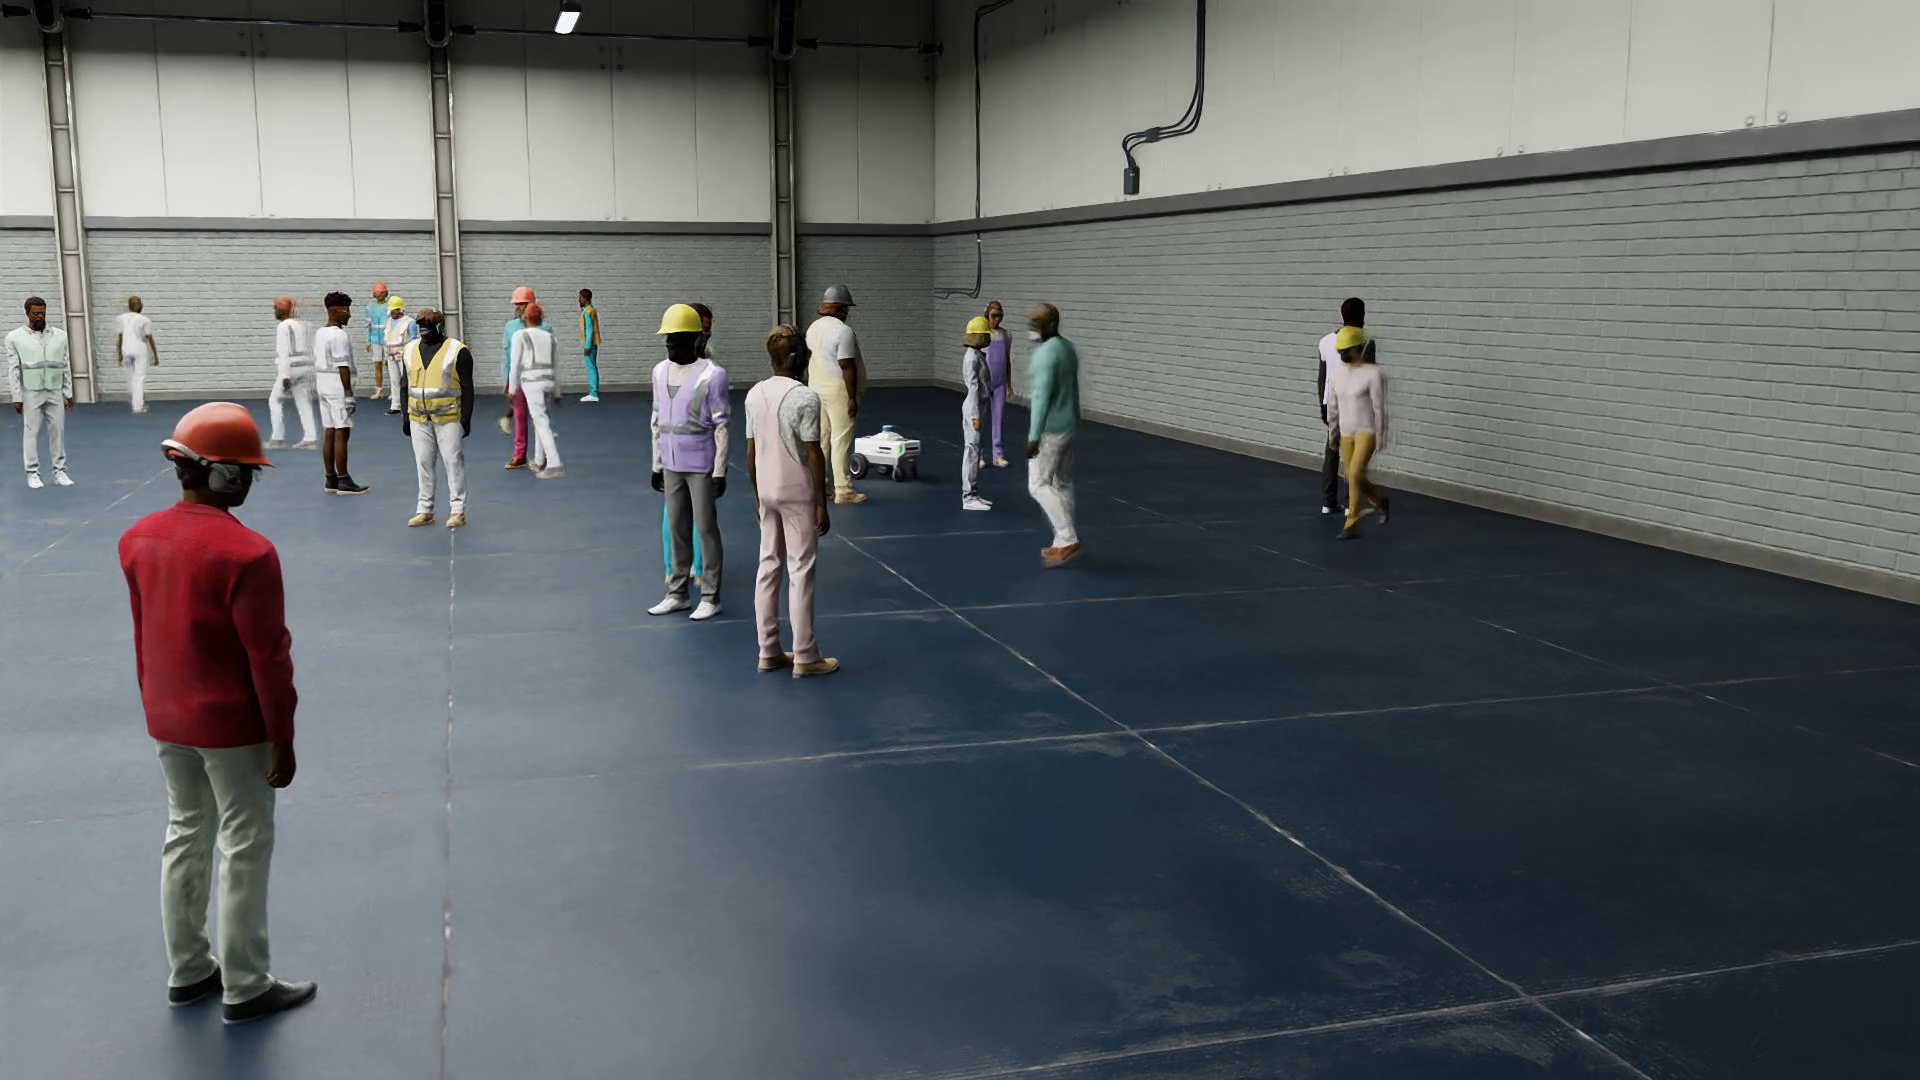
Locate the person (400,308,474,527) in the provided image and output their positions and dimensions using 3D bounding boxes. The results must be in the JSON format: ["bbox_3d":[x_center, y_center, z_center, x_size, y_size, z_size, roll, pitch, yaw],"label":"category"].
[{"bbox_3d":[-4.397,-1.020,13.950,0.634,1.841,0.429,1,9,9],"label":"person"}]

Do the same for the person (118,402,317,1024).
[{"bbox_3d":[-2.065,0.485,4.679,0.573,1.739,0.351,4,10,26],"label":"person"}]

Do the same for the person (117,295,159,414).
[{"bbox_3d":[-12.698,-2.868,25.785,0.553,1.821,0.702,1,9,6],"label":"person"}]

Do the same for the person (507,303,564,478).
[{"bbox_3d":[-4.438,-1.583,17.602,0.869,1.846,0.628,6,11,33],"label":"person"}]

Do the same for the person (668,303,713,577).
[{"bbox_3d":[-1.891,-0.701,11.684,0.392,1.914,0.587,0,9,-1],"label":"person"}]

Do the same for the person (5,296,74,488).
[{"bbox_3d":[-9.195,-1.473,16.641,0.391,1.911,0.584,7,11,36],"label":"person"}]

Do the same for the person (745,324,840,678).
[{"bbox_3d":[-0.890,-0.199,8.699,0.507,1.846,0.345,6,11,35],"label":"person"}]

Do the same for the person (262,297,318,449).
[{"bbox_3d":[-8.263,-2.030,20.311,0.810,1.856,0.600,0,9,2],"label":"person"}]

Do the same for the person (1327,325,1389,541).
[{"bbox_3d":[3.247,-0.869,13.387,0.715,1.727,0.530,-7,11,-37],"label":"person"}]

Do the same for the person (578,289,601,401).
[{"bbox_3d":[-6.336,-3.336,28.476,0.375,1.917,0.598,-1,9,-6],"label":"person"}]

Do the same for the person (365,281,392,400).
[{"bbox_3d":[-9.911,-3.407,28.540,0.616,2.039,0.384,1,9,4],"label":"person"}]

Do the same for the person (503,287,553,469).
[{"bbox_3d":[-4.725,-1.759,18.173,0.611,1.996,0.379,3,9,18],"label":"person"}]

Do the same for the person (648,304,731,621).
[{"bbox_3d":[-1.664,-0.472,10.174,0.586,1.928,0.380,6,11,34],"label":"person"}]

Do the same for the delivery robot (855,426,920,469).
[{"bbox_3d":[-0.748,-0.940,17.228,0.707,0.478,0.477,8,12,40],"label":"delivery robot"}]

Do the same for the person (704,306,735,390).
[{"bbox_3d":[-4.497,-3.400,29.928,0.862,1.589,0.526,-1,9,-8],"label":"person"}]

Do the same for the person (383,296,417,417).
[{"bbox_3d":[-8.512,-2.781,25.235,0.586,1.825,0.403,4,10,22],"label":"person"}]

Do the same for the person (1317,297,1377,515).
[{"bbox_3d":[3.418,-1.173,14.675,0.382,1.918,0.596,-7,11,-39],"label":"person"}]

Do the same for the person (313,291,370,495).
[{"bbox_3d":[-6.029,-1.421,16.124,0.372,1.961,0.601,-8,12,-40],"label":"person"}]

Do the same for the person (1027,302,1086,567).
[{"bbox_3d":[0.731,-0.767,12.112,0.449,1.920,0.776,3,10,21],"label":"person"}]

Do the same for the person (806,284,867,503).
[{"bbox_3d":[-1.126,-1.370,15.549,0.536,2.000,0.688,-7,11,-38],"label":"person"}]

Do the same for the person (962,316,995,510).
[{"bbox_3d":[0.169,-1.146,15.065,0.300,1.743,0.493,1,9,4],"label":"person"}]

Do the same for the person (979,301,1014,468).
[{"bbox_3d":[0.353,-1.715,18.373,0.505,1.845,0.346,-4,10,-24],"label":"person"}]

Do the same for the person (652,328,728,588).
[{"bbox_3d":[-1.819,-0.590,11.232,0.511,1.837,0.353,2,9,15],"label":"person"}]
